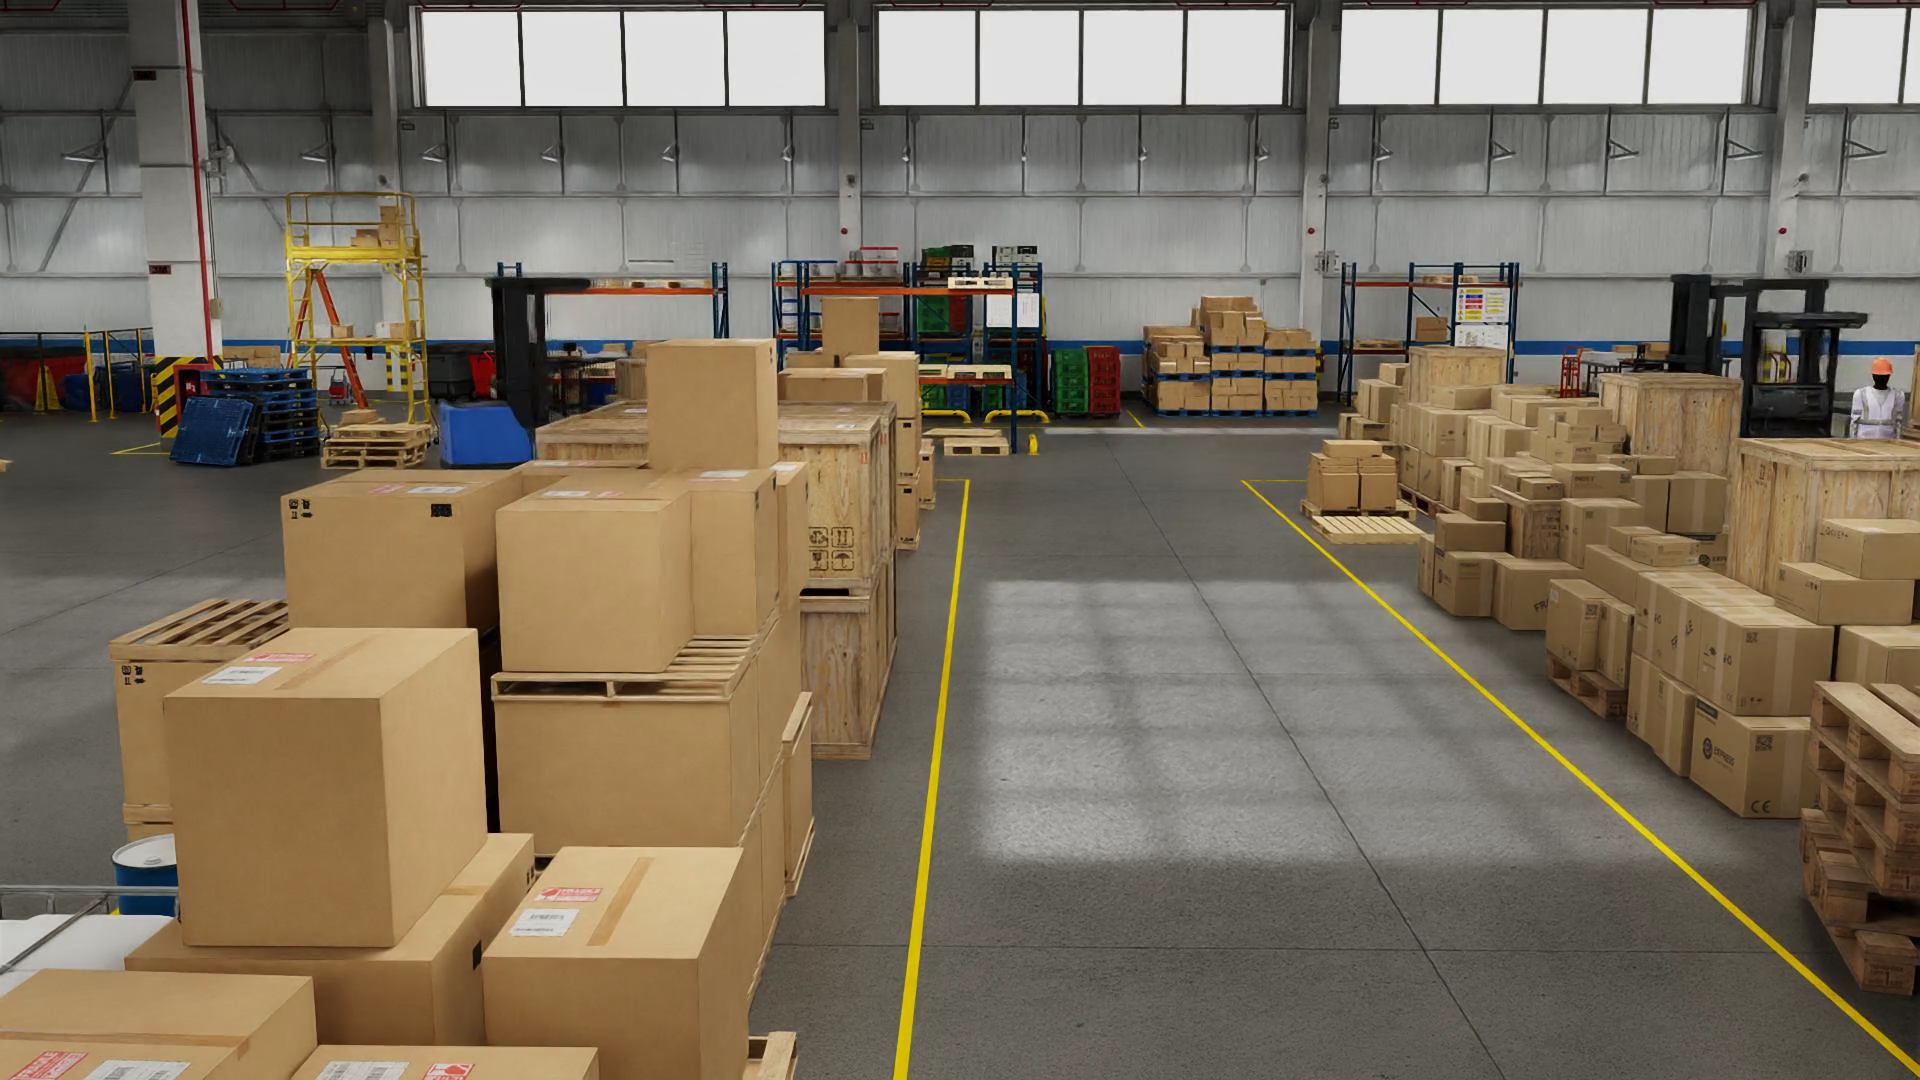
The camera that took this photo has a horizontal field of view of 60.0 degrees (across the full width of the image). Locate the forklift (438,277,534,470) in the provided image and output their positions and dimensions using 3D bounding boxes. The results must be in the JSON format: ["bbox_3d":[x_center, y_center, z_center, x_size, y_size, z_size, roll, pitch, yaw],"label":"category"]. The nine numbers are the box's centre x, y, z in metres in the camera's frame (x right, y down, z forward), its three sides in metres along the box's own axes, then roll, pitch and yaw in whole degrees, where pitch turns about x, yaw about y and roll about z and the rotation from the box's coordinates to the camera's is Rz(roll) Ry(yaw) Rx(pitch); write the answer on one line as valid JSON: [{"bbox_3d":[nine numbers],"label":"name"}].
[{"bbox_3d":[-6.218,-2.234,23.017,1.873,2.768,1.129,-5,11,-27],"label":"forklift"}]

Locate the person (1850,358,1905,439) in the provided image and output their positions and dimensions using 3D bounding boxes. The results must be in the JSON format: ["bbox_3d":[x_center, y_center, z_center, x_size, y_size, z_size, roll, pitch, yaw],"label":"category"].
[{"bbox_3d":[10.631,-1.143,19.303,0.552,1.935,0.370,3,10,16],"label":"person"}]

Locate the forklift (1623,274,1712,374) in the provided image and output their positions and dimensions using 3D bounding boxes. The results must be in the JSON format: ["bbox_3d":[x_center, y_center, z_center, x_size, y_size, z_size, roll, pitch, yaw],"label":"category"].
[{"bbox_3d":[12.755,-3.275,29.254,1.873,2.768,1.129,0,9,1],"label":"forklift"}]

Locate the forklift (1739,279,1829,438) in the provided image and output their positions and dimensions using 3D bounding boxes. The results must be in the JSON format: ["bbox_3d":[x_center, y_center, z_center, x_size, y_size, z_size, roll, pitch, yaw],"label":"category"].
[{"bbox_3d":[10.334,-1.906,21.052,1.129,2.768,1.873,0,9,0],"label":"forklift"}]
